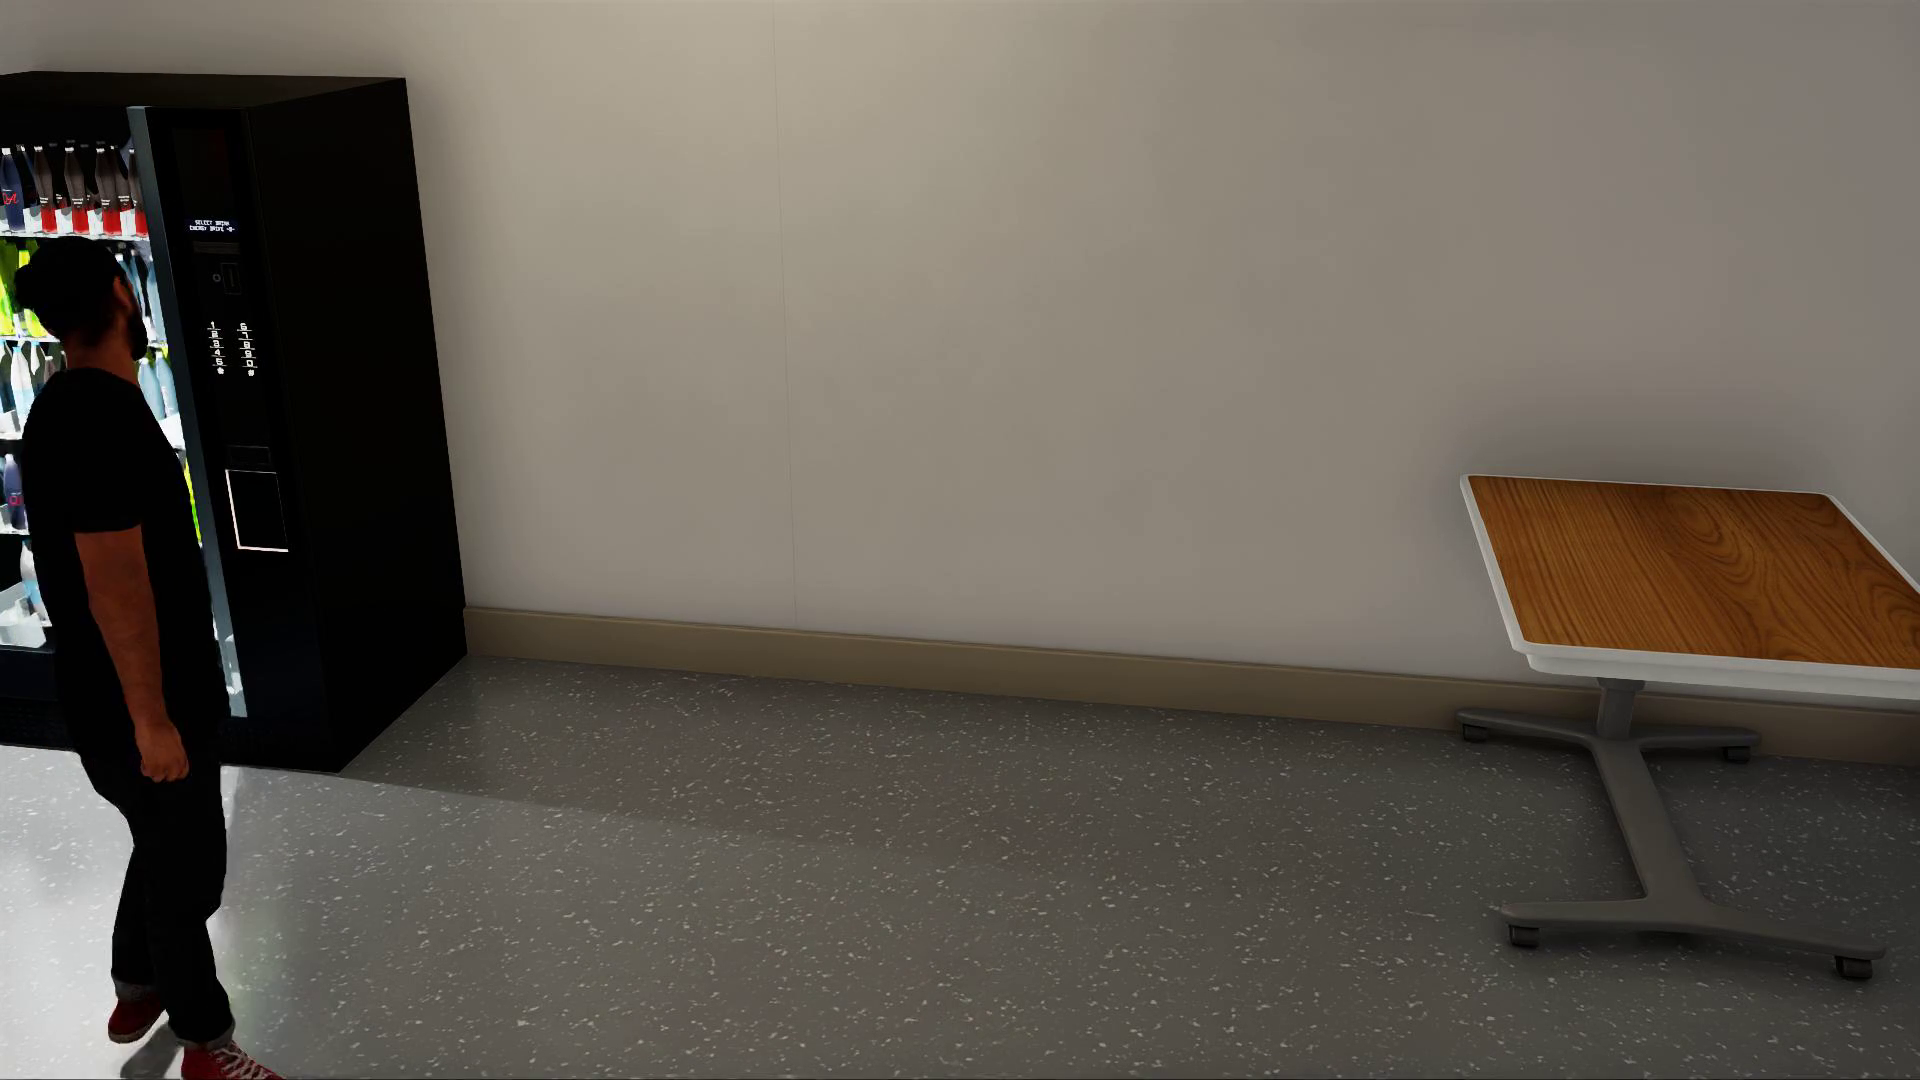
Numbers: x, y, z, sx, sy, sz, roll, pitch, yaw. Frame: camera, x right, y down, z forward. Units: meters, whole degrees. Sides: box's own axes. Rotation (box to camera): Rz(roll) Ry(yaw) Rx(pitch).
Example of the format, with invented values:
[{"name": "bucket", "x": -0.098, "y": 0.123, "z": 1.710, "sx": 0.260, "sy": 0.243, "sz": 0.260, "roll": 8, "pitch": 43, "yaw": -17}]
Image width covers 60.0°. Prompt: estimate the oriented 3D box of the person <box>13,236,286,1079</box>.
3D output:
[{"name": "person", "x": -1.561, "y": 0.314, "z": 3.179, "sx": 0.836, "sy": 1.725, "sz": 0.840, "roll": -4, "pitch": 21, "yaw": -10}]
